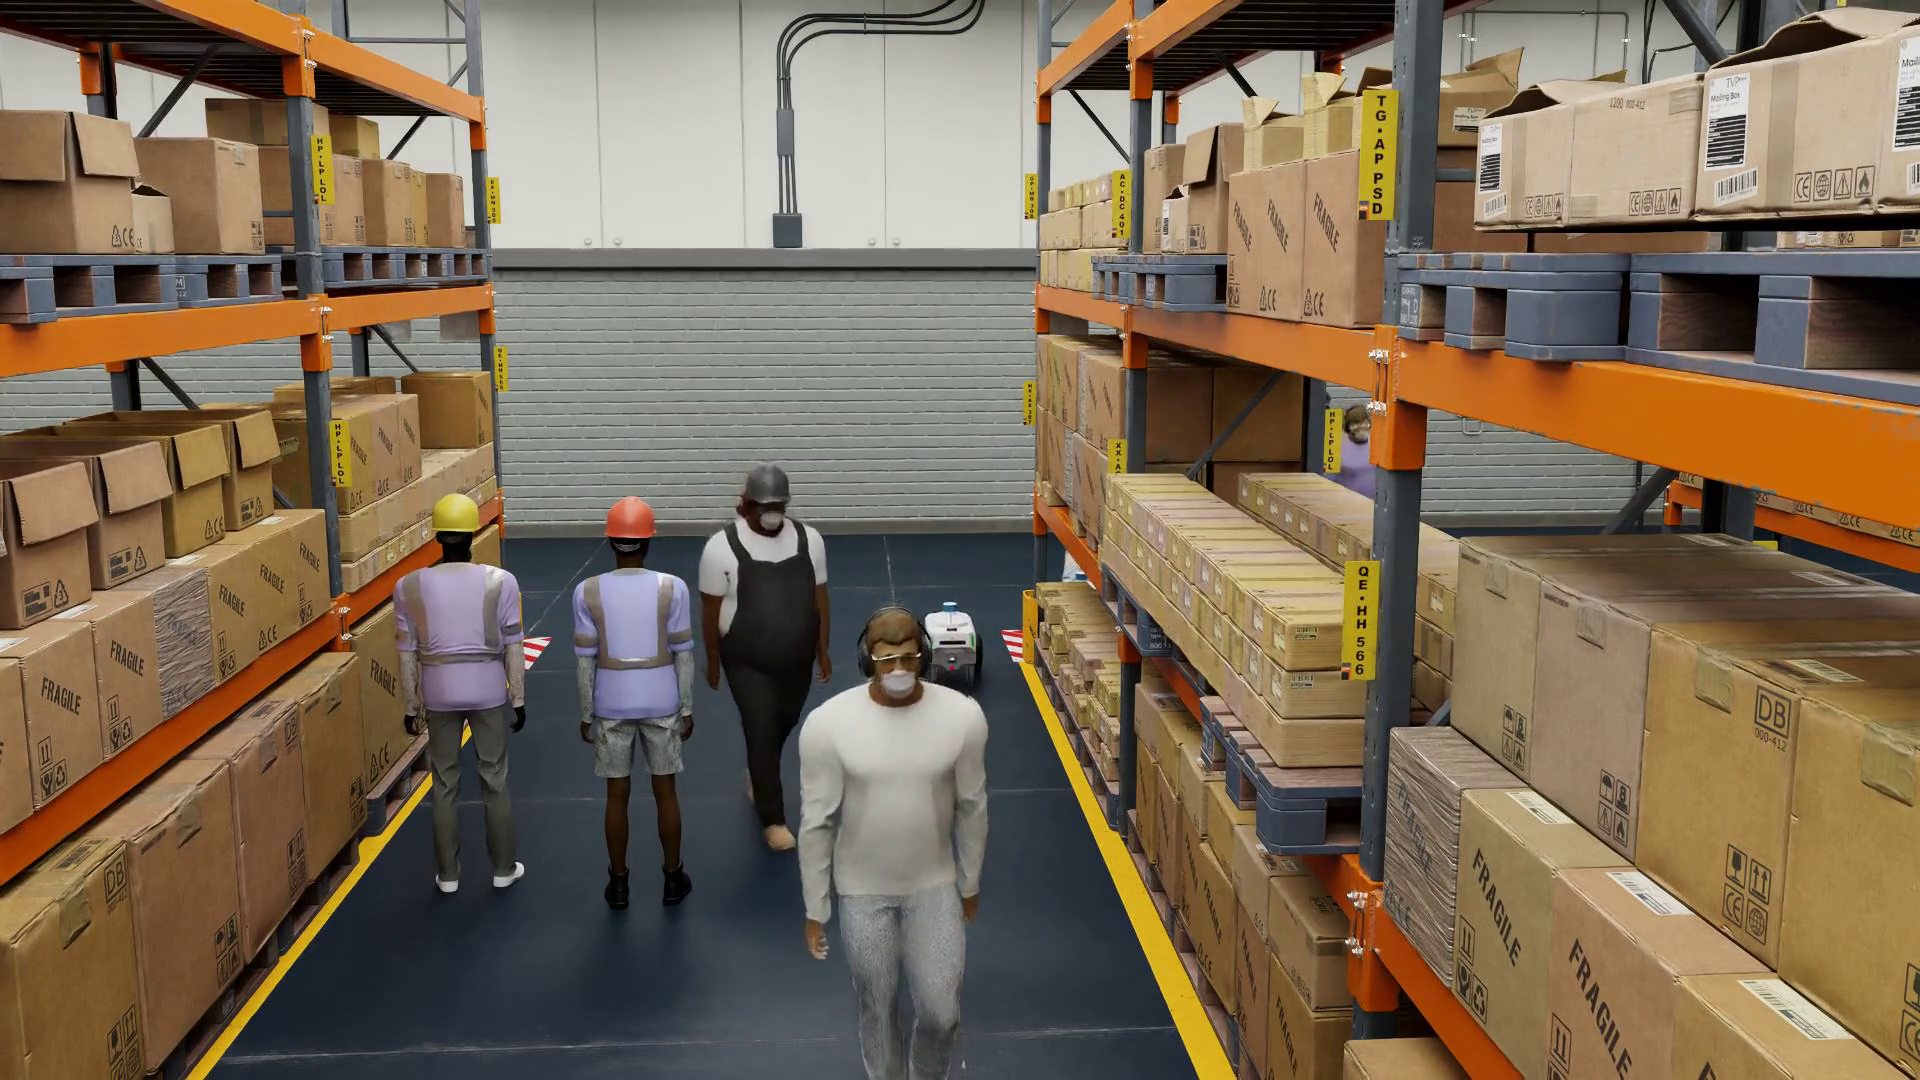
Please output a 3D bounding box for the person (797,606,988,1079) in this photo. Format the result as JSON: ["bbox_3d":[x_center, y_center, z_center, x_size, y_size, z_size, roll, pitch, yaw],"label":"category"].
[{"bbox_3d":[-0.212,1.163,5.439,0.643,1.918,0.513,-1,10,-7],"label":"person"}]

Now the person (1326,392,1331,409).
[{"bbox_3d":[3.313,-0.529,15.788,0.958,1.805,0.619,0,10,-3],"label":"person"}]

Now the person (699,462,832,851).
[{"bbox_3d":[-1.036,0.526,8.849,0.672,2.000,0.985,-5,11,-28],"label":"person"}]

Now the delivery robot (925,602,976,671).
[{"bbox_3d":[-0.073,0.691,11.949,0.477,0.478,0.707,-1,10,-3],"label":"delivery robot"}]

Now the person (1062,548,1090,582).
[{"bbox_3d":[0.984,-0.375,14.842,0.595,1.829,0.842,7,12,35],"label":"person"}]

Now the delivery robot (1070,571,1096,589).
[{"bbox_3d":[0.959,0.493,13.136,0.707,0.478,0.477,-4,10,-24],"label":"delivery robot"}]

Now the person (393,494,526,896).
[{"bbox_3d":[-2.365,0.738,7.928,0.585,1.928,0.369,-2,10,-11],"label":"person"}]

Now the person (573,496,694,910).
[{"bbox_3d":[-1.511,0.762,7.761,0.542,1.939,0.360,-1,10,-8],"label":"person"}]

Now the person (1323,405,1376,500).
[{"bbox_3d":[3.178,-0.147,13.315,0.618,1.866,0.985,-4,11,-25],"label":"person"}]
